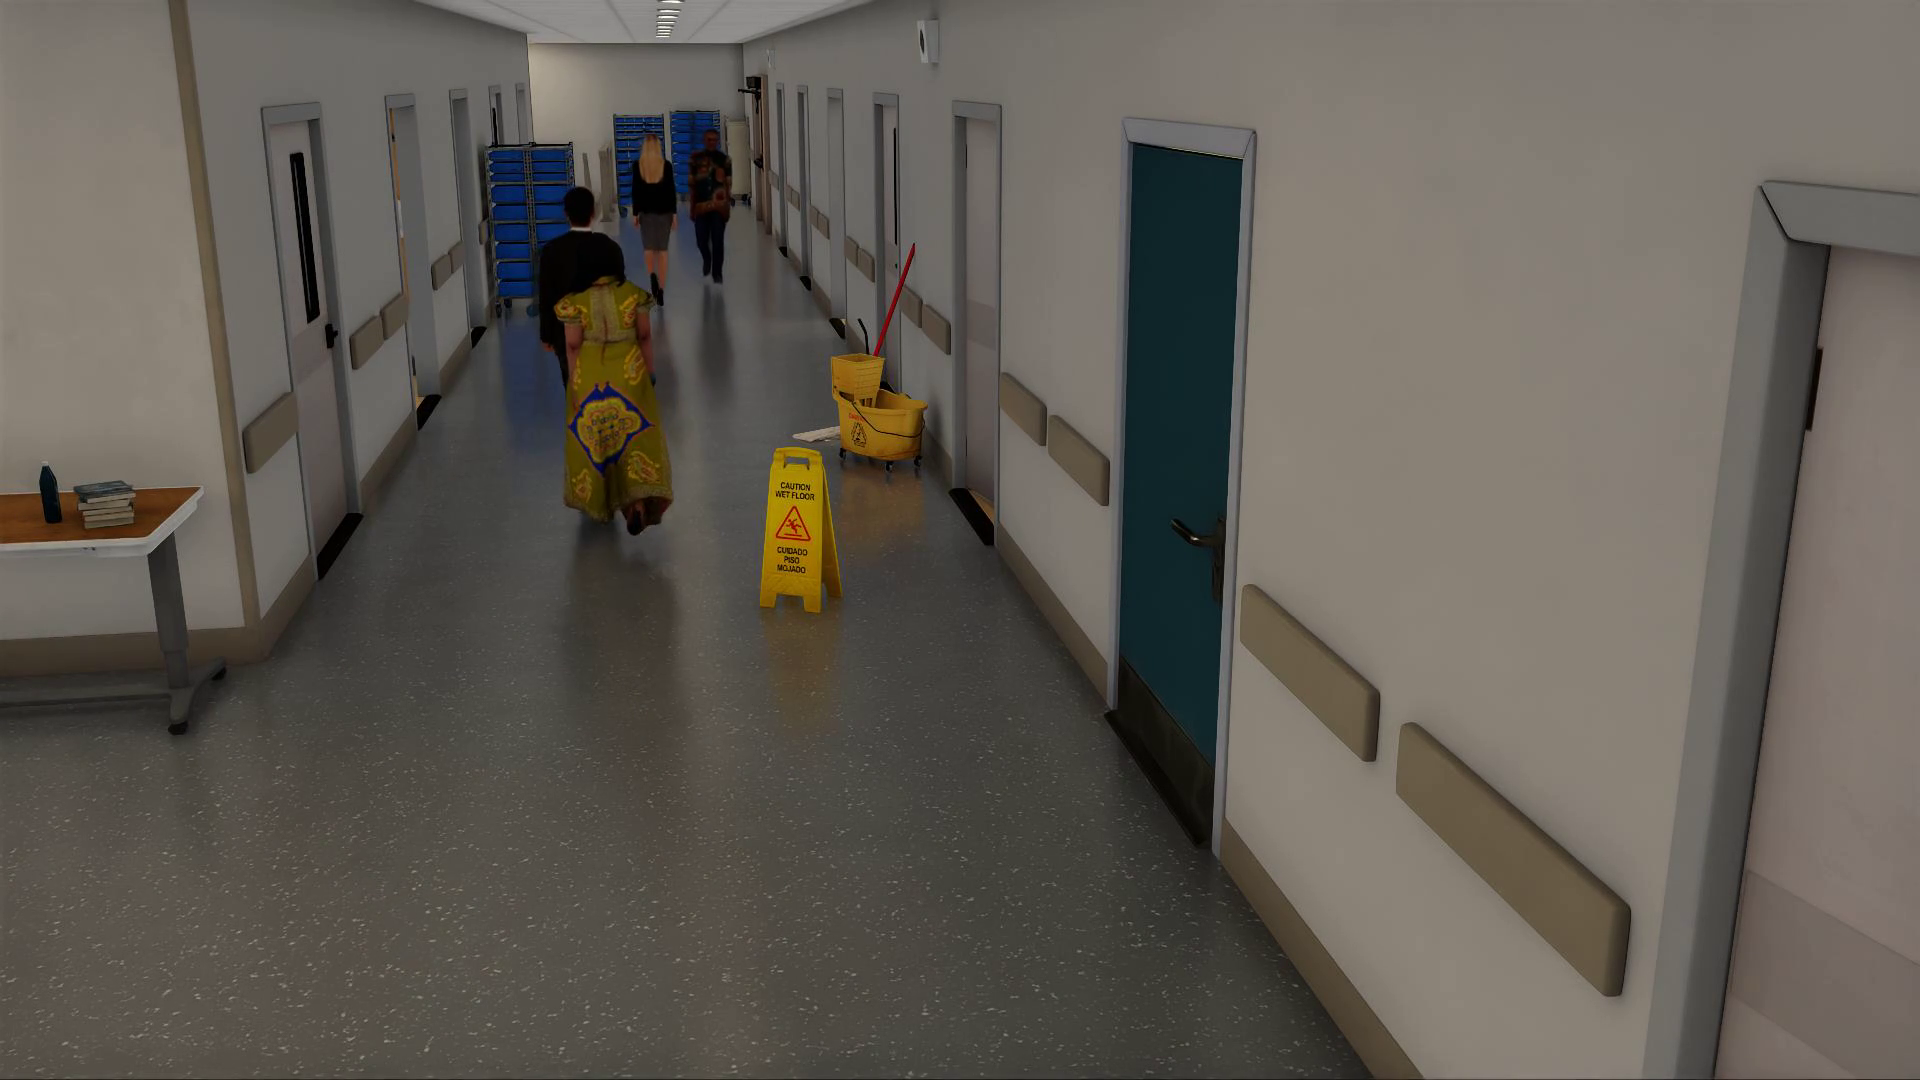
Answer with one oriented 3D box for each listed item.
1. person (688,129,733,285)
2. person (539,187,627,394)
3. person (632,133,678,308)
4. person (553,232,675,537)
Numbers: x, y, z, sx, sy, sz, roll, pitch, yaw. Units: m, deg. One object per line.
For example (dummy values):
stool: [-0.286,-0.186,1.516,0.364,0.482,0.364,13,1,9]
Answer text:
person: [-2.964,-3.941,19.690,0.677,1.791,0.975,-3,16,-9]
person: [-2.281,-1.196,10.081,0.687,1.762,1.094,-2,16,-9]
person: [-3.232,-3.379,17.704,0.621,1.828,0.810,-3,16,-11]
person: [-1.847,-0.791,8.889,0.782,1.630,1.158,-5,16,-17]
